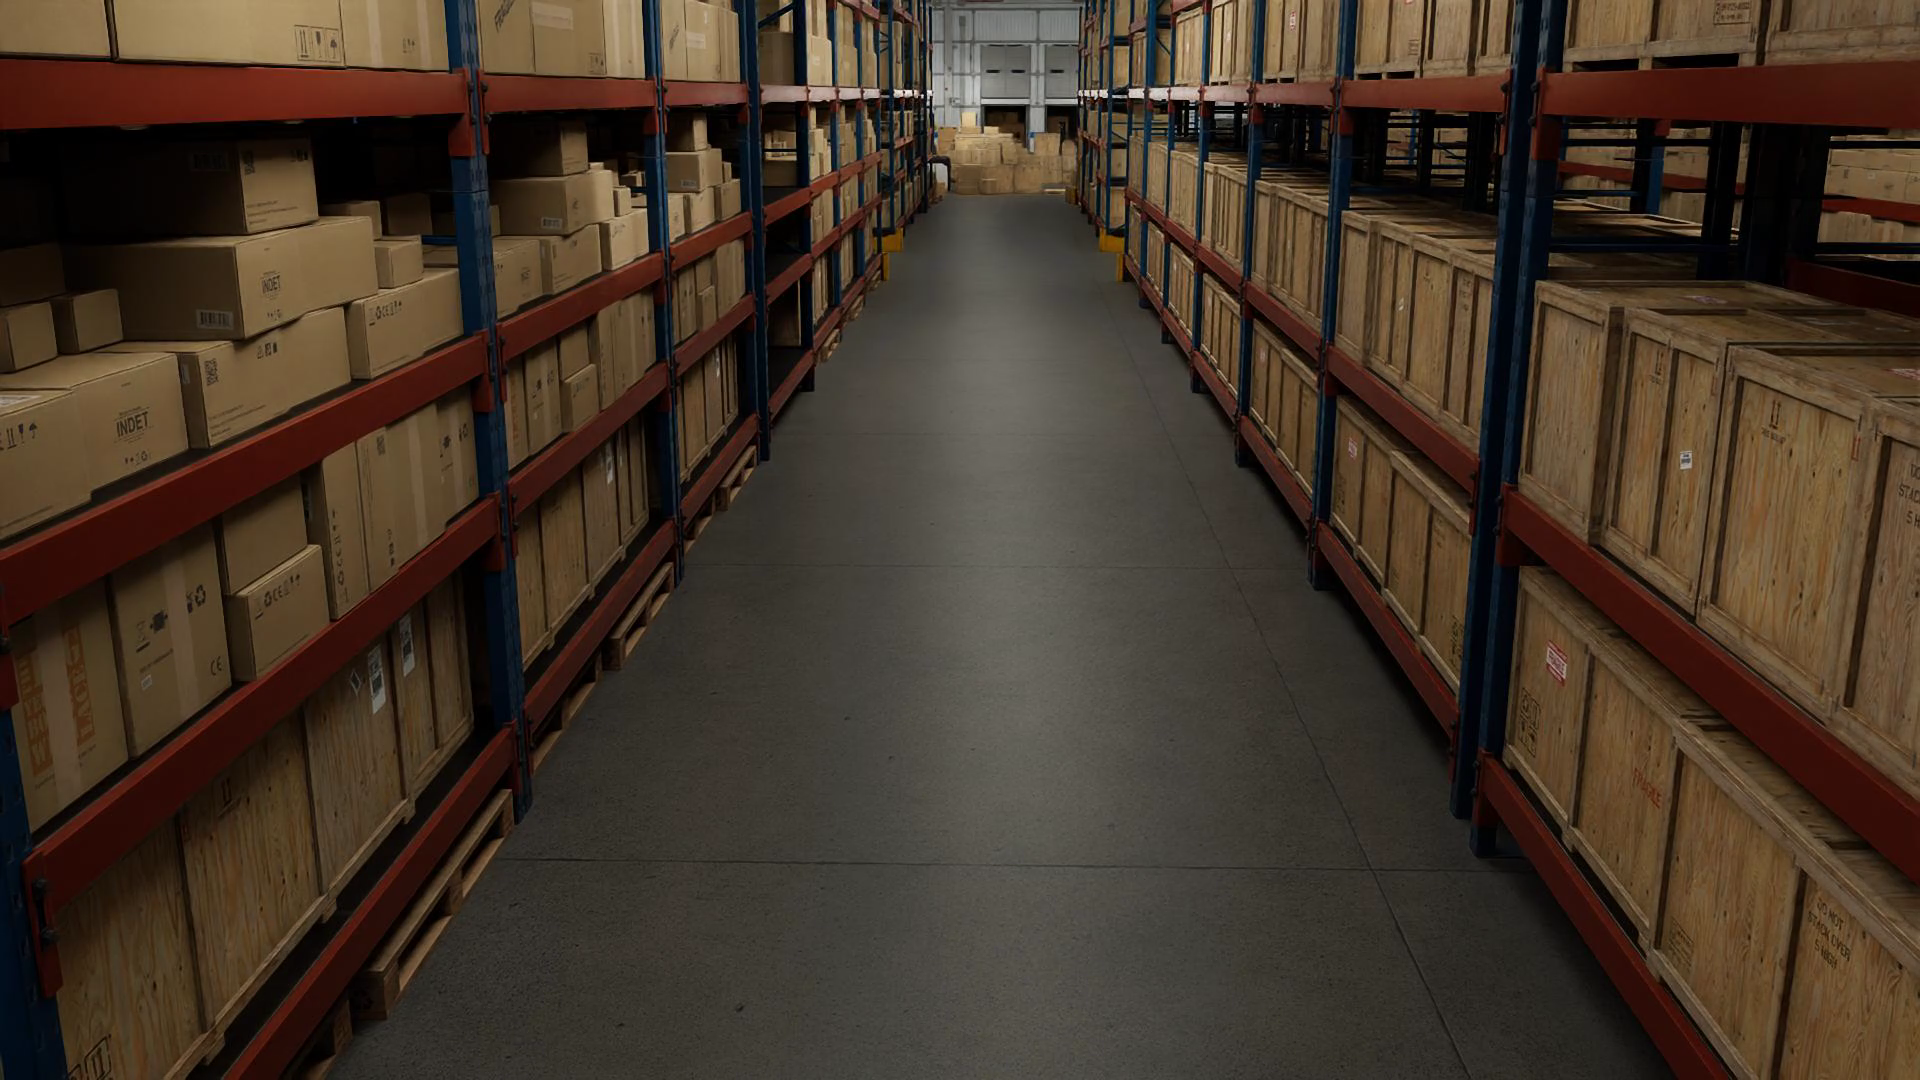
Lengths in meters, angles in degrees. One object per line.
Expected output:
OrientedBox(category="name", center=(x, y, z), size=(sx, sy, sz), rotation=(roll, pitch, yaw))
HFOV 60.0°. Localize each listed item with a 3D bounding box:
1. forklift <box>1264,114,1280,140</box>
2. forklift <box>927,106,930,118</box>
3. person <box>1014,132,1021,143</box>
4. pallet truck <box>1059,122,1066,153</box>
OrientedBox(category="forklift", center=(11.018, -13.912, 59.555), size=(1.129, 2.768, 1.873), rotation=(0, 15, 2))
OrientedBox(category="forklift", center=(-1.918, -21.452, 87.608), size=(1.129, 2.768, 1.873), rotation=(0, 15, 2))
OrientedBox(category="person", center=(2.736, -18.724, 79.776), size=(0.851, 1.660, 0.539), rotation=(8, 17, 26))
OrientedBox(category="pallet truck", center=(5.788, -21.111, 88.014), size=(1.885, 1.965, 0.823), rotation=(5, 16, 18))
